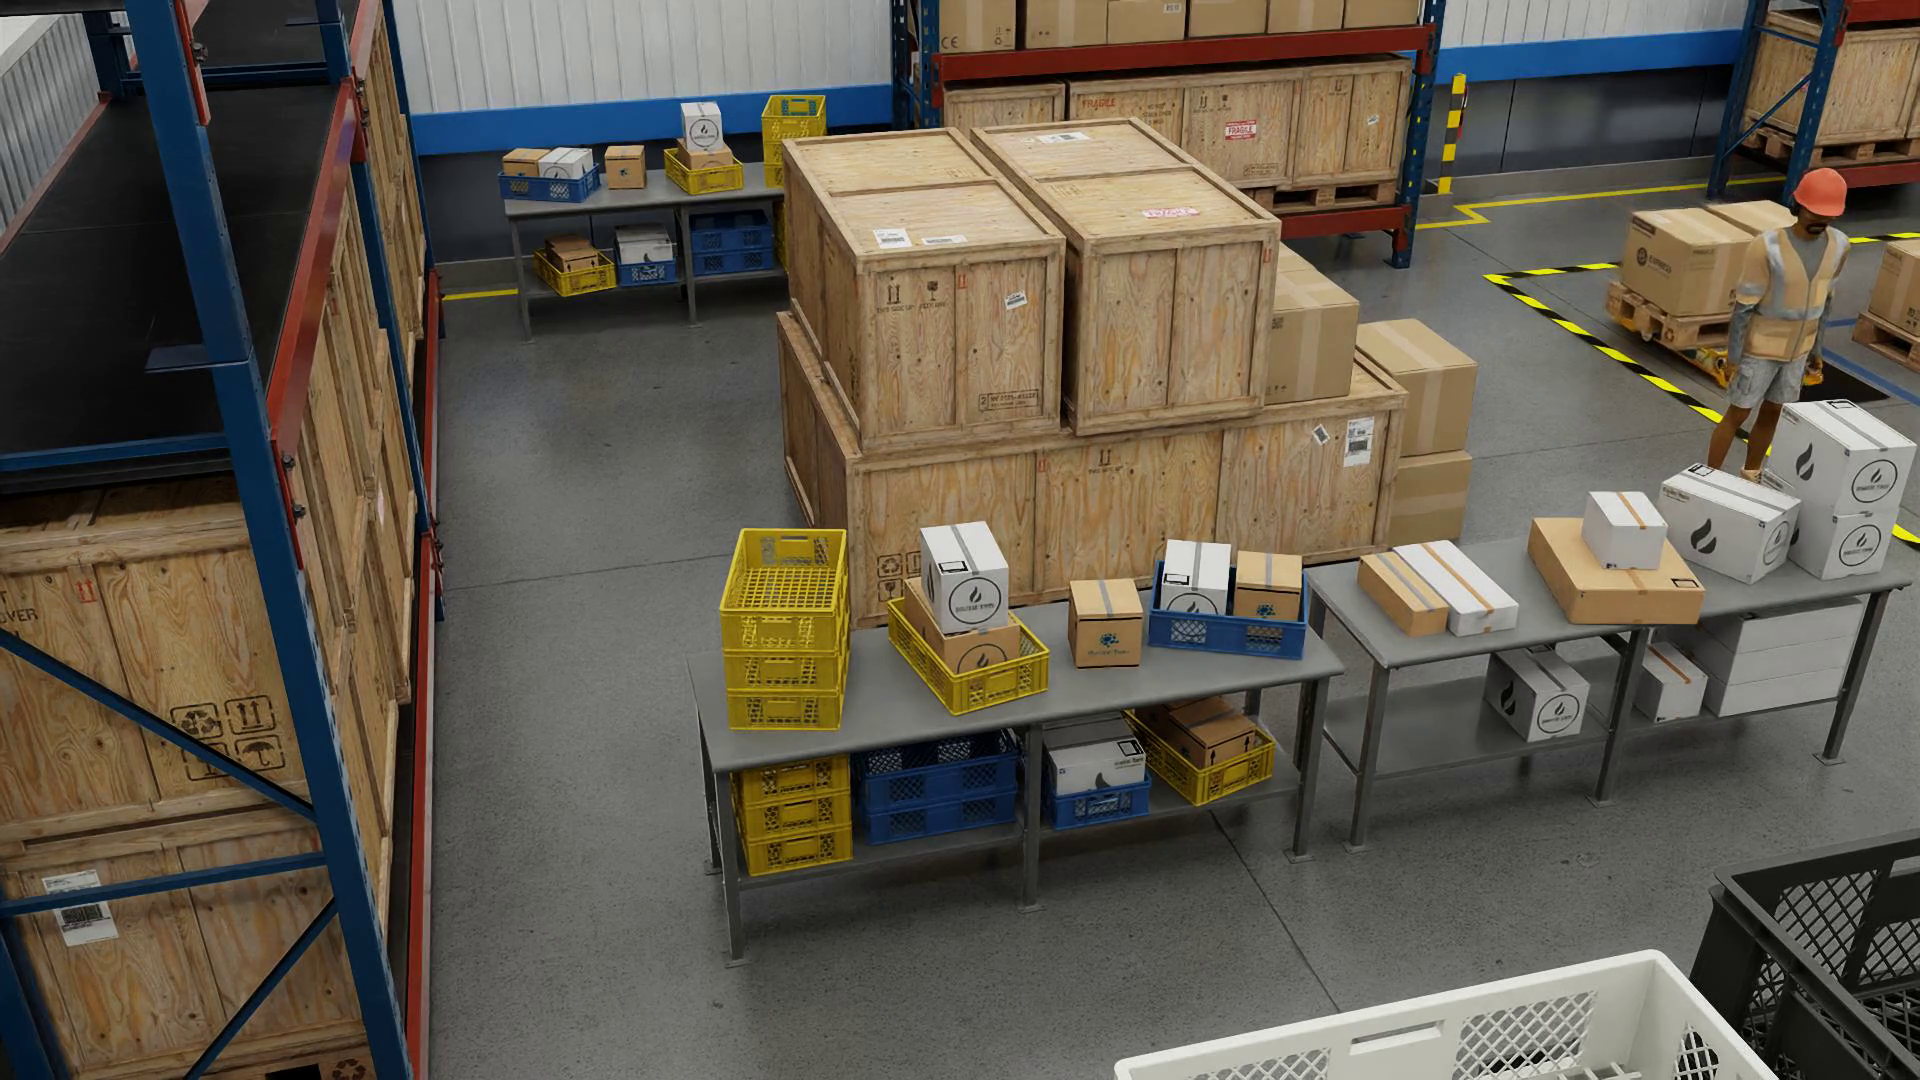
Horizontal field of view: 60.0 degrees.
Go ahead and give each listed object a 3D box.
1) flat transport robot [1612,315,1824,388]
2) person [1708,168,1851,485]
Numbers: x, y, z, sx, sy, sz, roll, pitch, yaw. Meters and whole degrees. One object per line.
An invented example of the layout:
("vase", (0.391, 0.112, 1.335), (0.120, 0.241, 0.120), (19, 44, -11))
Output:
("flat transport robot", (5.293, -1.417, 11.661), (0.652, 0.197, 1.431), (-7, 30, -13))
("person", (4.537, -1.061, 9.208), (0.613, 2.039, 0.386), (-6, 29, -11))
